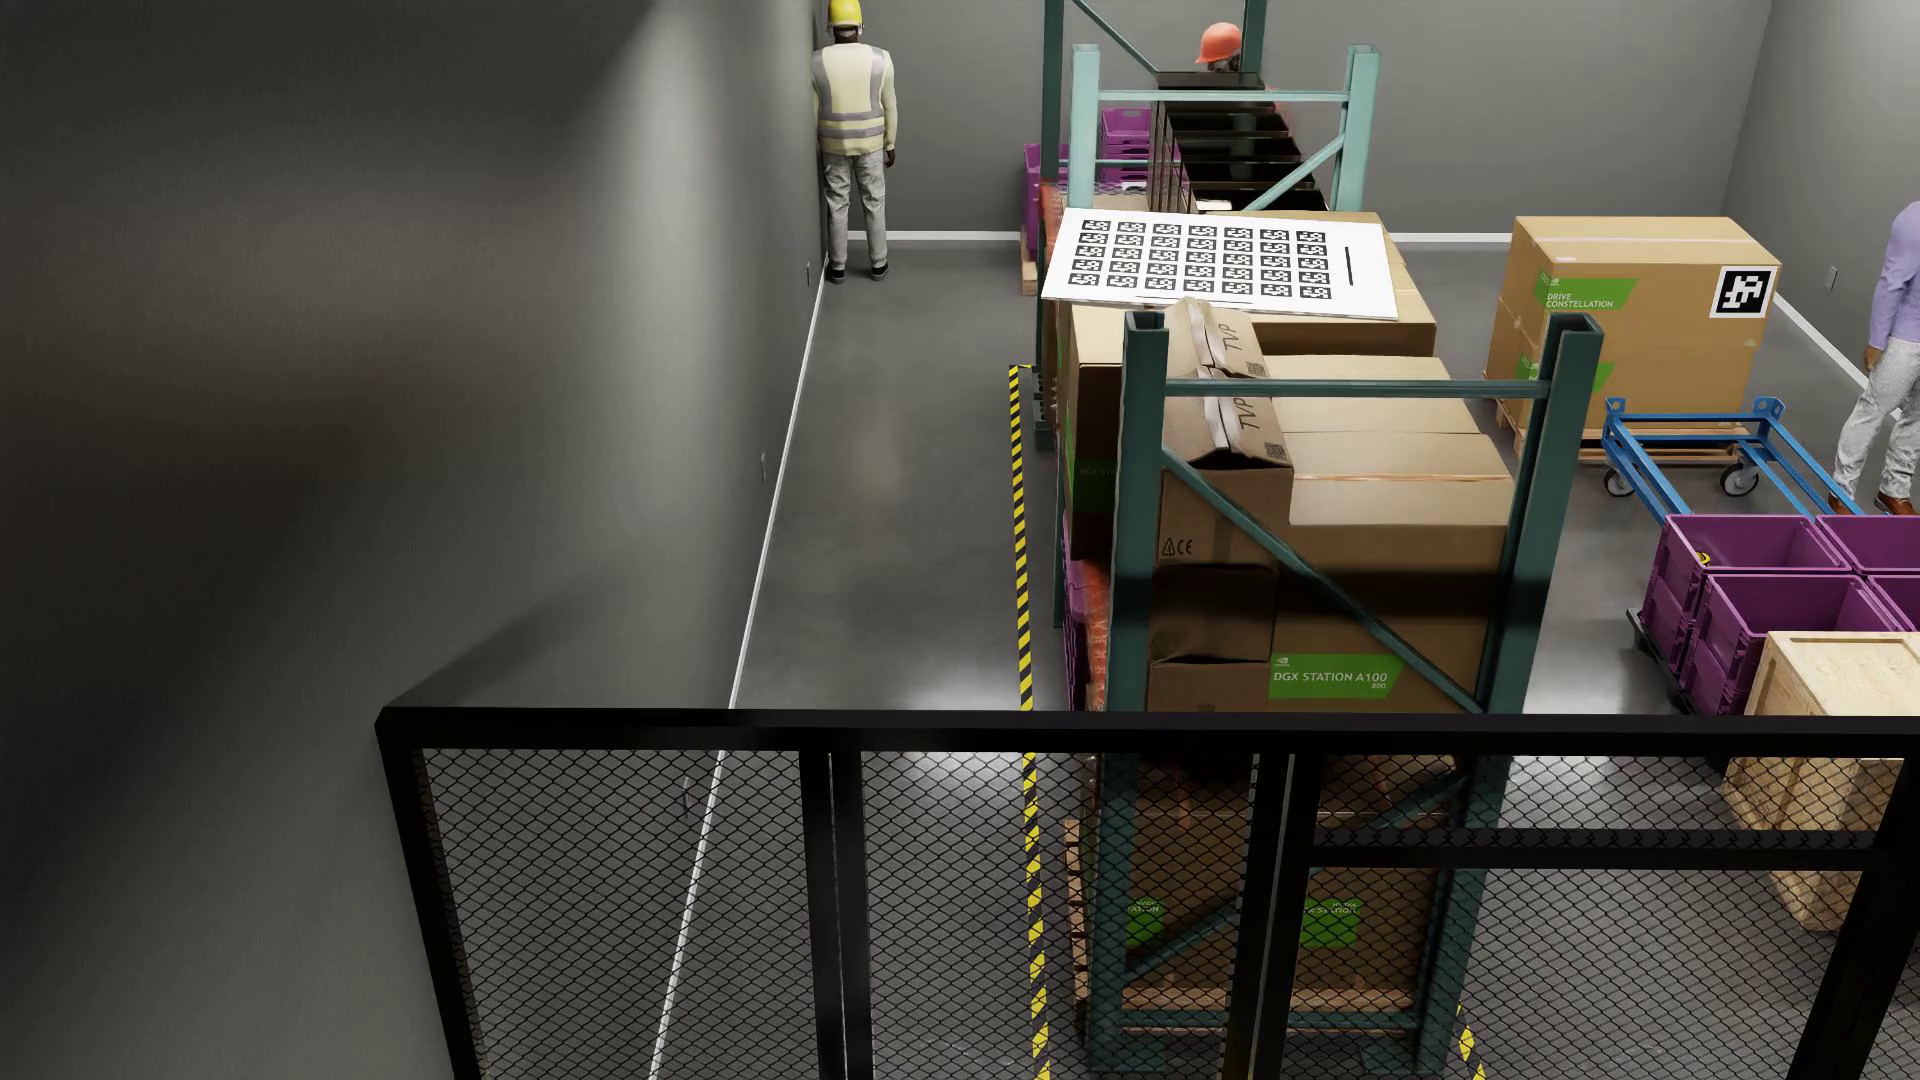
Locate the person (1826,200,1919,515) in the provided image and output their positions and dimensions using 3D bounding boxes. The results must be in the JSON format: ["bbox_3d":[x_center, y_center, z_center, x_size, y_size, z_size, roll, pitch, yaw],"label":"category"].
[{"bbox_3d":[4.544,-0.943,7.781,0.629,1.940,0.379,0,31,0],"label":"person"}]

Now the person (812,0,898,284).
[{"bbox_3d":[-0.687,-2.521,10.501,0.587,1.837,0.404,-4,31,-7],"label":"person"}]

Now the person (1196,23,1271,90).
[{"bbox_3d":[1.514,-1.886,9.332,0.562,1.948,0.749,27,40,37],"label":"person"}]
